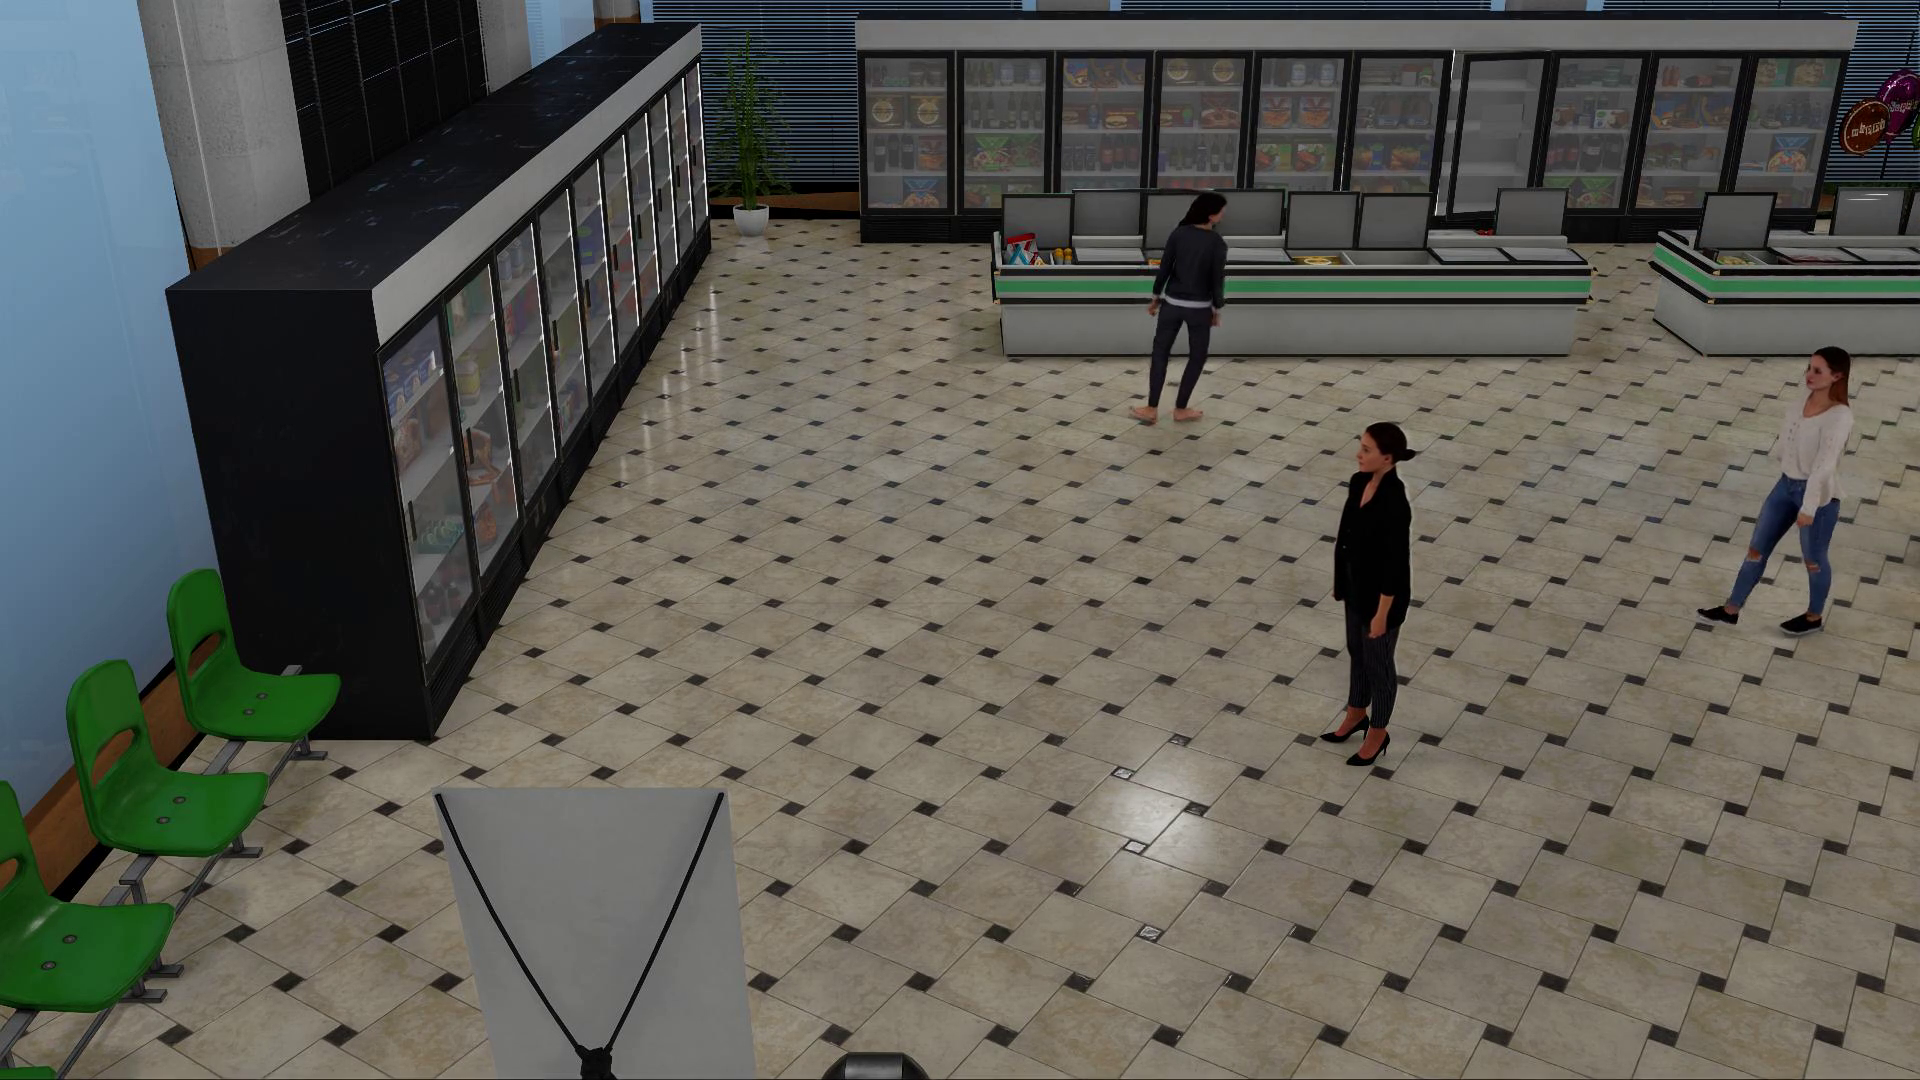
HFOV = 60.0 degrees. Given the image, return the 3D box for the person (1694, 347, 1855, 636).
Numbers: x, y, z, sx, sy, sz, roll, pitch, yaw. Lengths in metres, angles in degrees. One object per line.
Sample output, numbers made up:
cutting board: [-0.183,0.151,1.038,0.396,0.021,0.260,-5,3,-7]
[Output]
person: [4.666,-0.232,9.021,0.976,1.662,0.725,-3,24,-8]

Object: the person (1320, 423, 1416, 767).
person: [1.951,0.255,7.840,0.653,1.718,0.697,-6,24,-13]

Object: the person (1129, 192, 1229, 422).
person: [1.638,-1.708,12.314,0.681,1.727,0.945,5,24,11]
